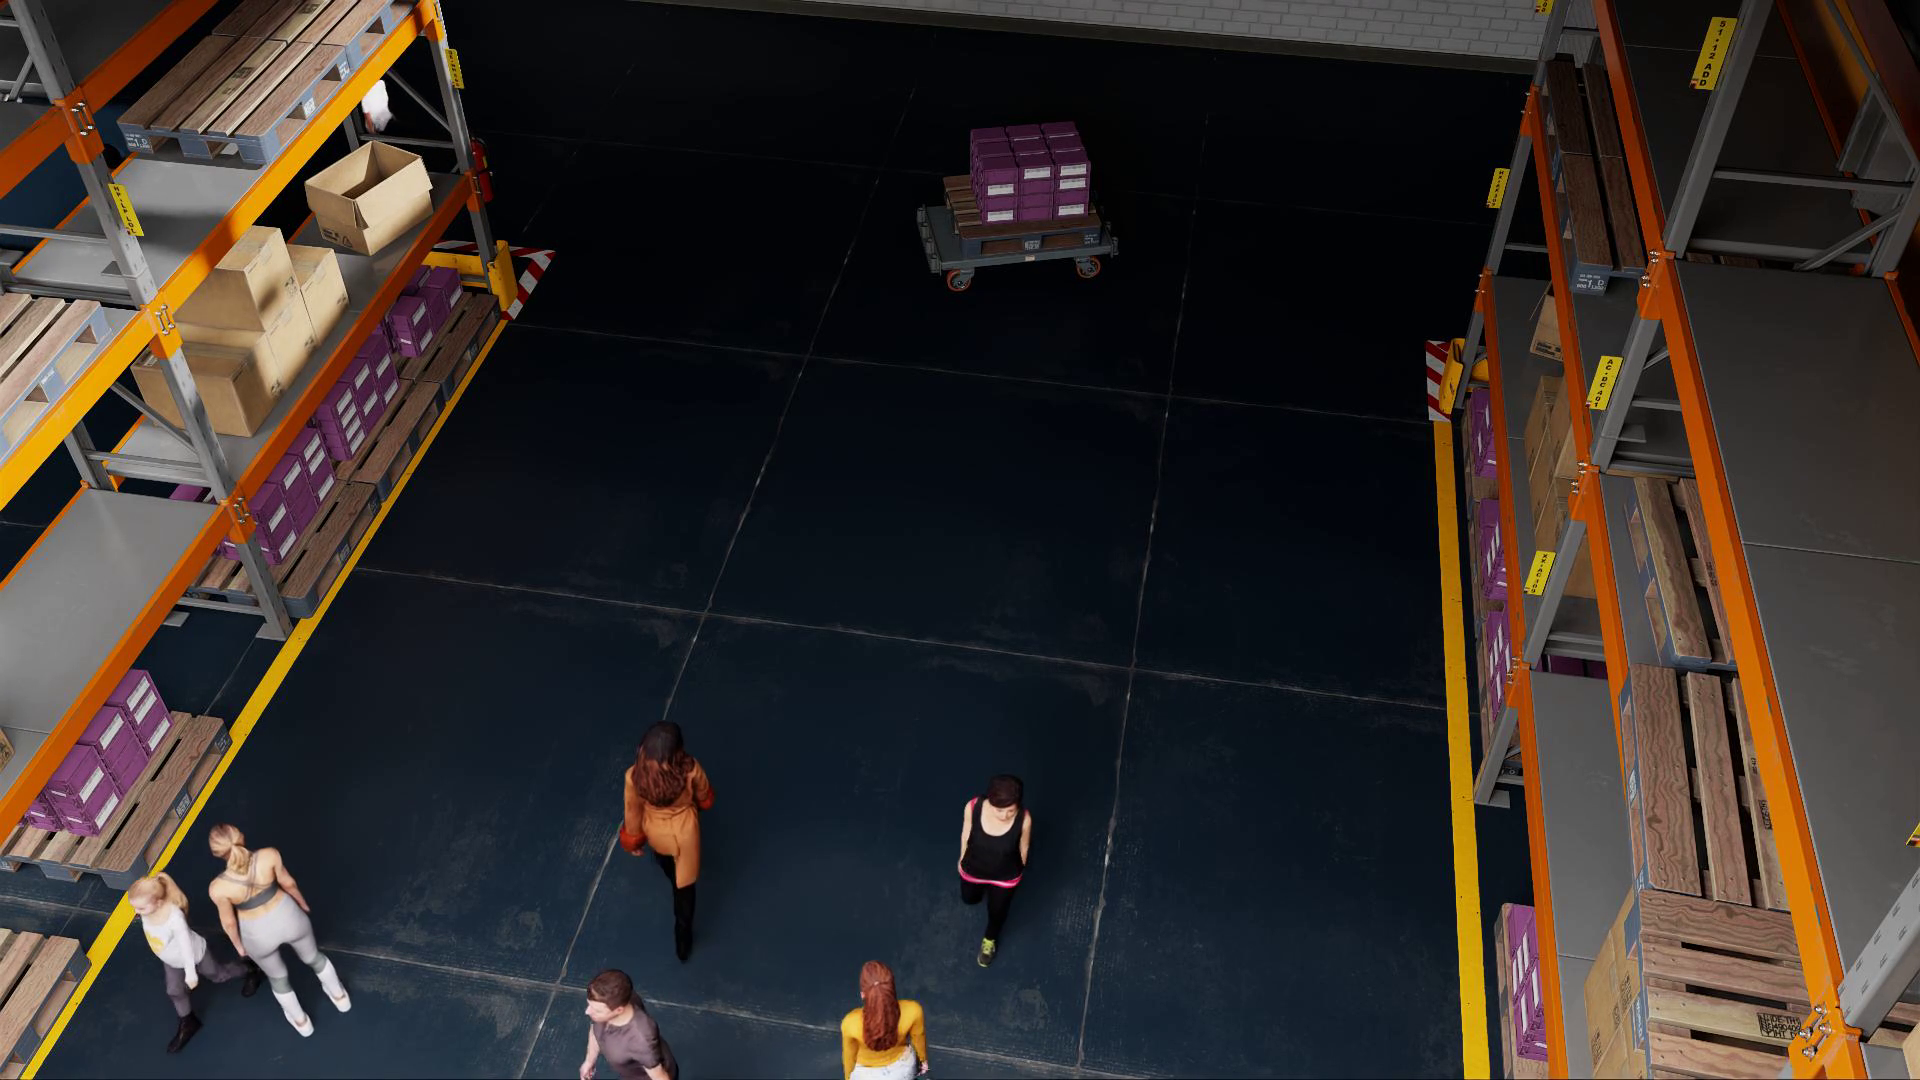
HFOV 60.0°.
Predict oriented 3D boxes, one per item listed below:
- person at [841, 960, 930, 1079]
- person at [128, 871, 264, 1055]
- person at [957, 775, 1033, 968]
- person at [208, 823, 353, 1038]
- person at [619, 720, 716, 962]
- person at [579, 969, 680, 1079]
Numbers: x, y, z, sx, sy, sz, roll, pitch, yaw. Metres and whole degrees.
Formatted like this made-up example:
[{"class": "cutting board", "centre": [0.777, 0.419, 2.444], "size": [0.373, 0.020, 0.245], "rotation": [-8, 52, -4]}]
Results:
[{"class": "person", "centre": [-0.352, 2.674, 8.122], "size": [0.775, 1.739, 0.879], "rotation": [-12, 45, -12]}, {"class": "person", "centre": [-4.127, 2.186, 8.978], "size": [0.640, 1.265, 0.933], "rotation": [17, 46, 17]}, {"class": "person", "centre": [0.201, 1.736, 9.257], "size": [0.589, 1.530, 0.794], "rotation": [12, 45, 13]}, {"class": "person", "centre": [-3.627, 2.057, 8.799], "size": [0.624, 1.699, 0.705], "rotation": [-30, 51, -28]}, {"class": "person", "centre": [-1.568, 1.700, 9.184], "size": [0.876, 1.684, 1.106], "rotation": [-5, 44, -5]}, {"class": "person", "centre": [-1.458, 2.575, 8.175], "size": [1.170, 1.809, 1.143], "rotation": [-22, 48, -22]}]
